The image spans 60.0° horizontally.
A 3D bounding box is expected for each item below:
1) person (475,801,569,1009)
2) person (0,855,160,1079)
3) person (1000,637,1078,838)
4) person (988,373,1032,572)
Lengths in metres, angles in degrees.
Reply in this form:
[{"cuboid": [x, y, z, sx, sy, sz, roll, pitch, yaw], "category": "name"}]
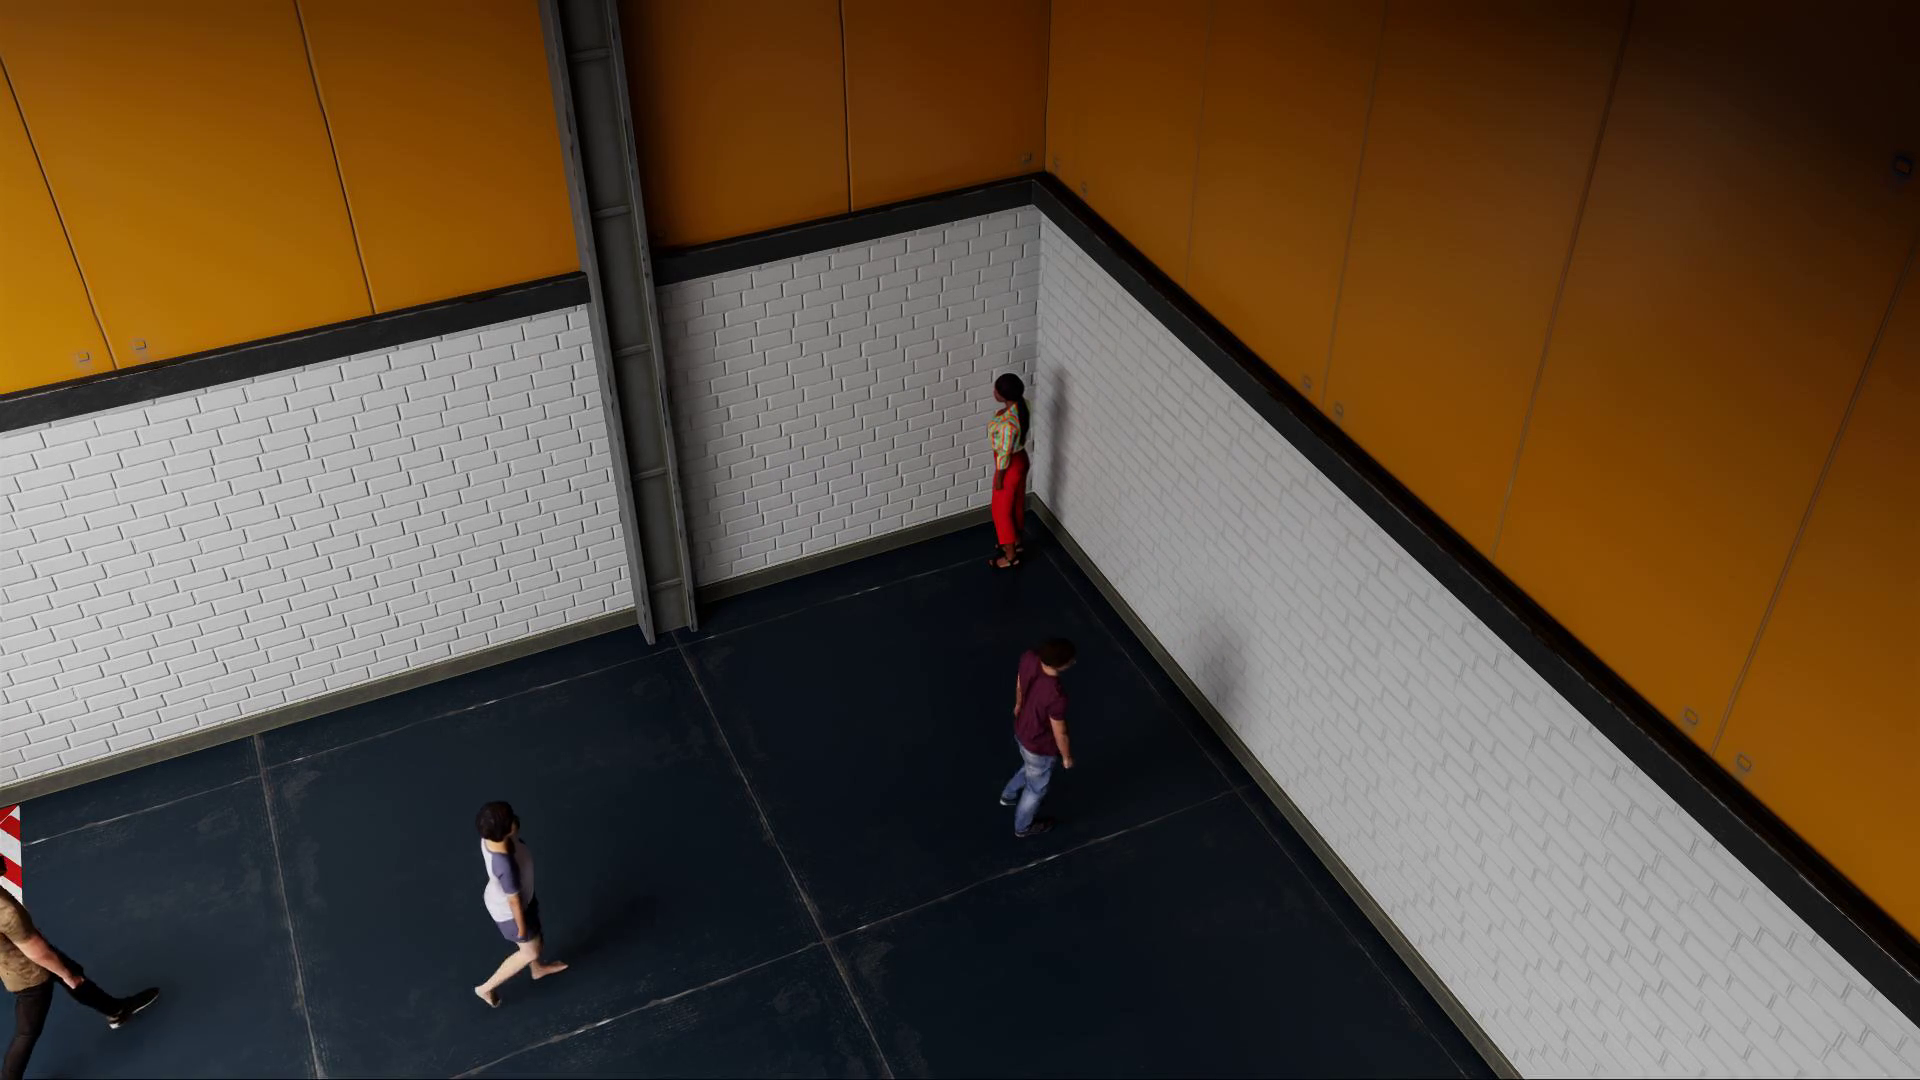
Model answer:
[{"cuboid": [-2.638, 2.105, 9.584, 0.784, 1.554, 0.578, -18, 42, -21], "category": "person"}, {"cuboid": [-5.155, 2.384, 9.035, 1.034, 1.804, 1.343, 28, 46, 31], "category": "person"}, {"cuboid": [0.472, 1.220, 10.479, 0.685, 1.820, 0.771, -21, 43, -24], "category": "person"}, {"cuboid": [0.396, -0.516, 12.673, 0.731, 1.795, 0.665, 14, 41, 17], "category": "person"}]
